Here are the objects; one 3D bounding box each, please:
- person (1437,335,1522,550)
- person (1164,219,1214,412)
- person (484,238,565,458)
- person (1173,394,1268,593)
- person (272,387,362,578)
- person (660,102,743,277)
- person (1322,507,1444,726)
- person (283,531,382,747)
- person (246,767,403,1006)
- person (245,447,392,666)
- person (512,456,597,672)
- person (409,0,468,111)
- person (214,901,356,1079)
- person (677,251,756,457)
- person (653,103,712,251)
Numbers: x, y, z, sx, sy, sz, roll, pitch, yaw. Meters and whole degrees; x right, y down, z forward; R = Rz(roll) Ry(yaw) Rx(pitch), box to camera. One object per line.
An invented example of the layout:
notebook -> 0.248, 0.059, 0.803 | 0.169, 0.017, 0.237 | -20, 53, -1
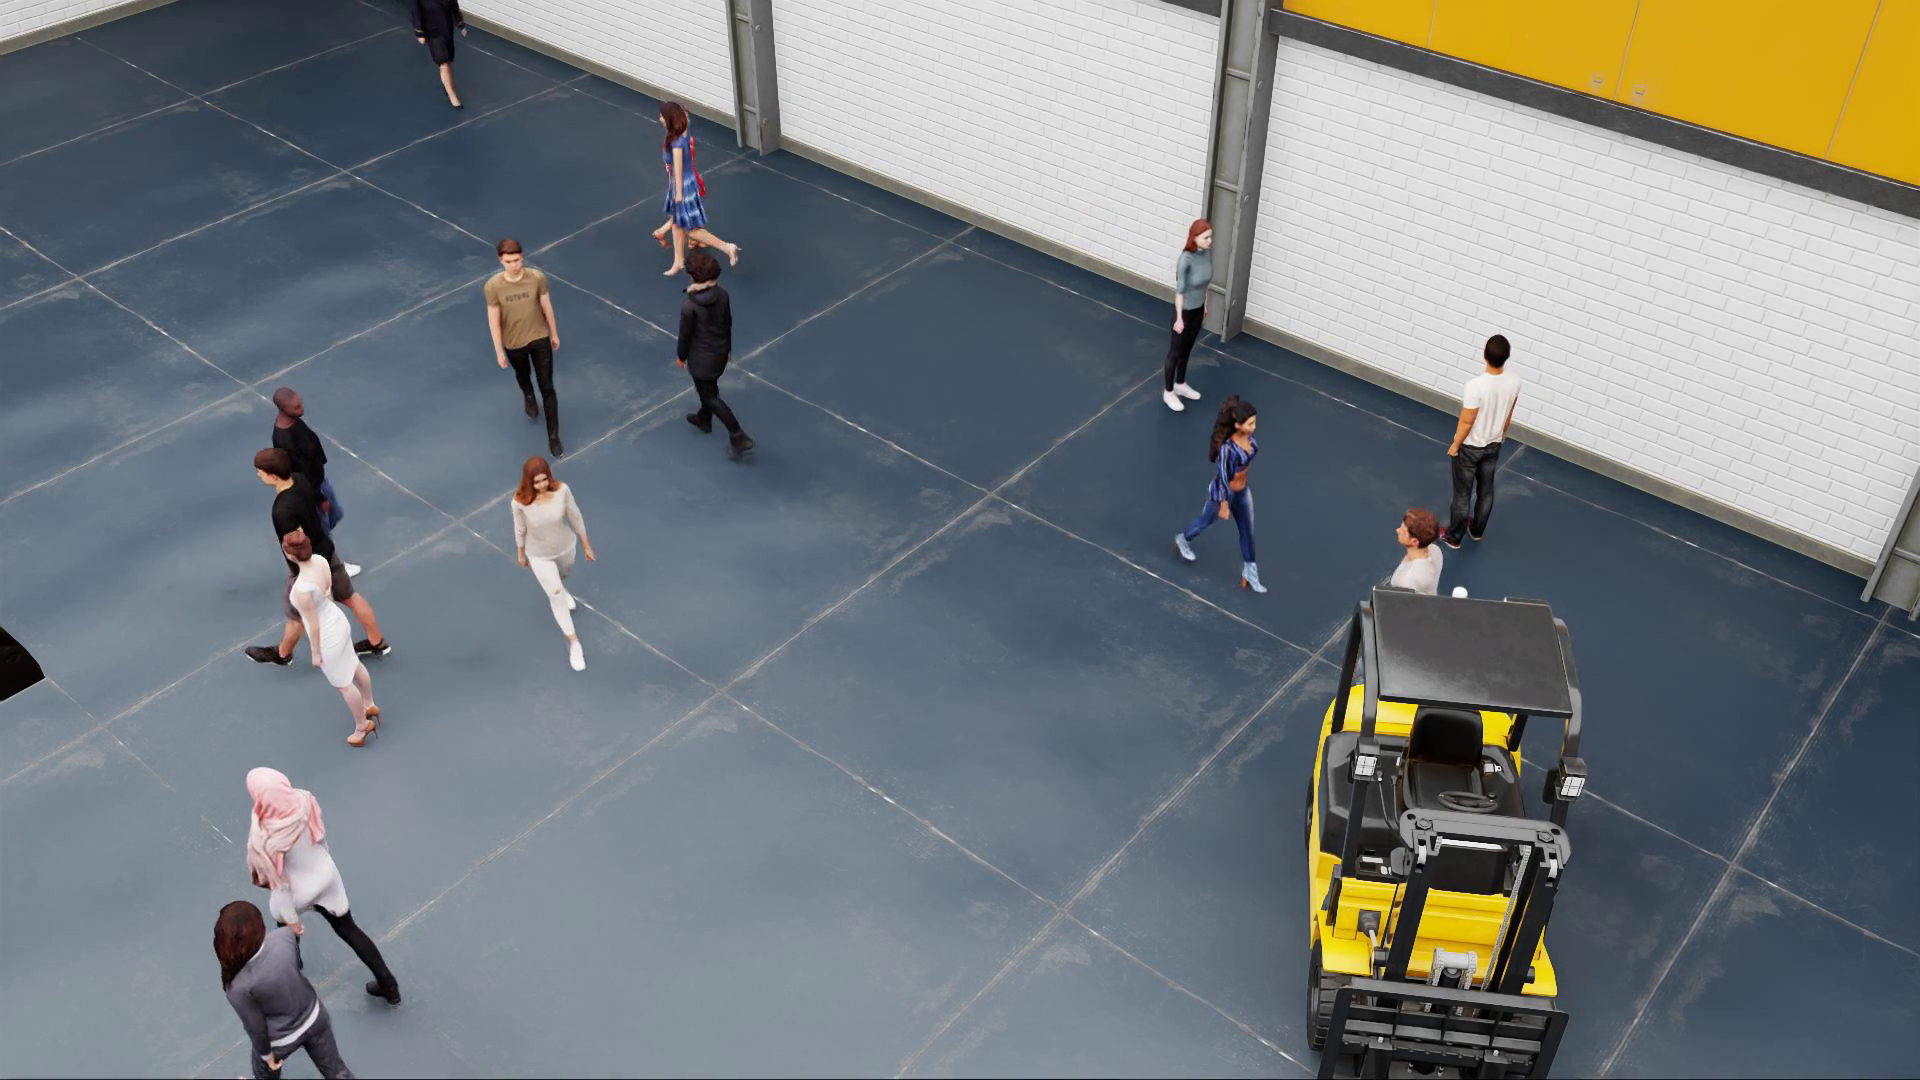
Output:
person -> 3.892, -0.735, 12.447 | 0.715, 1.801, 0.705 | -15, 41, -18
person -> 1.923, -1.909, 13.965 | 0.529, 1.742, 0.590 | 31, 48, 33
person -> -3.565, -1.663, 13.608 | 1.125, 1.804, 1.342 | -12, 40, -14
person -> 1.892, -0.357, 12.154 | 1.036, 1.577, 0.624 | 27, 46, 30
person -> -4.805, -0.370, 12.048 | 0.834, 1.730, 0.774 | -8, 39, -10
person -> -2.508, -3.233, 15.592 | 1.081, 1.781, 1.036 | -3, 39, -4
person -> 2.957, 0.608, 10.709 | 0.878, 1.873, 0.752 | 22, 44, 25
person -> -4.062, 0.628, 10.747 | 0.679, 1.793, 0.642 | 0, 39, 1
person -> -3.506, 1.944, 9.134 | 1.264, 1.750, 0.865 | 17, 42, 20
person -> -4.330, 0.138, 11.346 | 1.244, 1.813, 1.149 | -1, 39, -2
person -> -2.867, 0.021, 11.605 | 0.948, 1.672, 1.241 | -20, 43, -23
person -> -5.933, -5.770, 18.872 | 0.743, 1.653, 0.854 | -31, 48, -33
person -> -3.332, 2.497, 8.454 | 1.067, 1.735, 0.729 | 18, 42, 22
person -> -1.985, -1.464, 13.401 | 1.089, 1.750, 0.610 | 27, 46, 29
person -> -2.752, -3.466, 16.046 | 0.887, 1.579, 0.849 | -9, 40, -12
